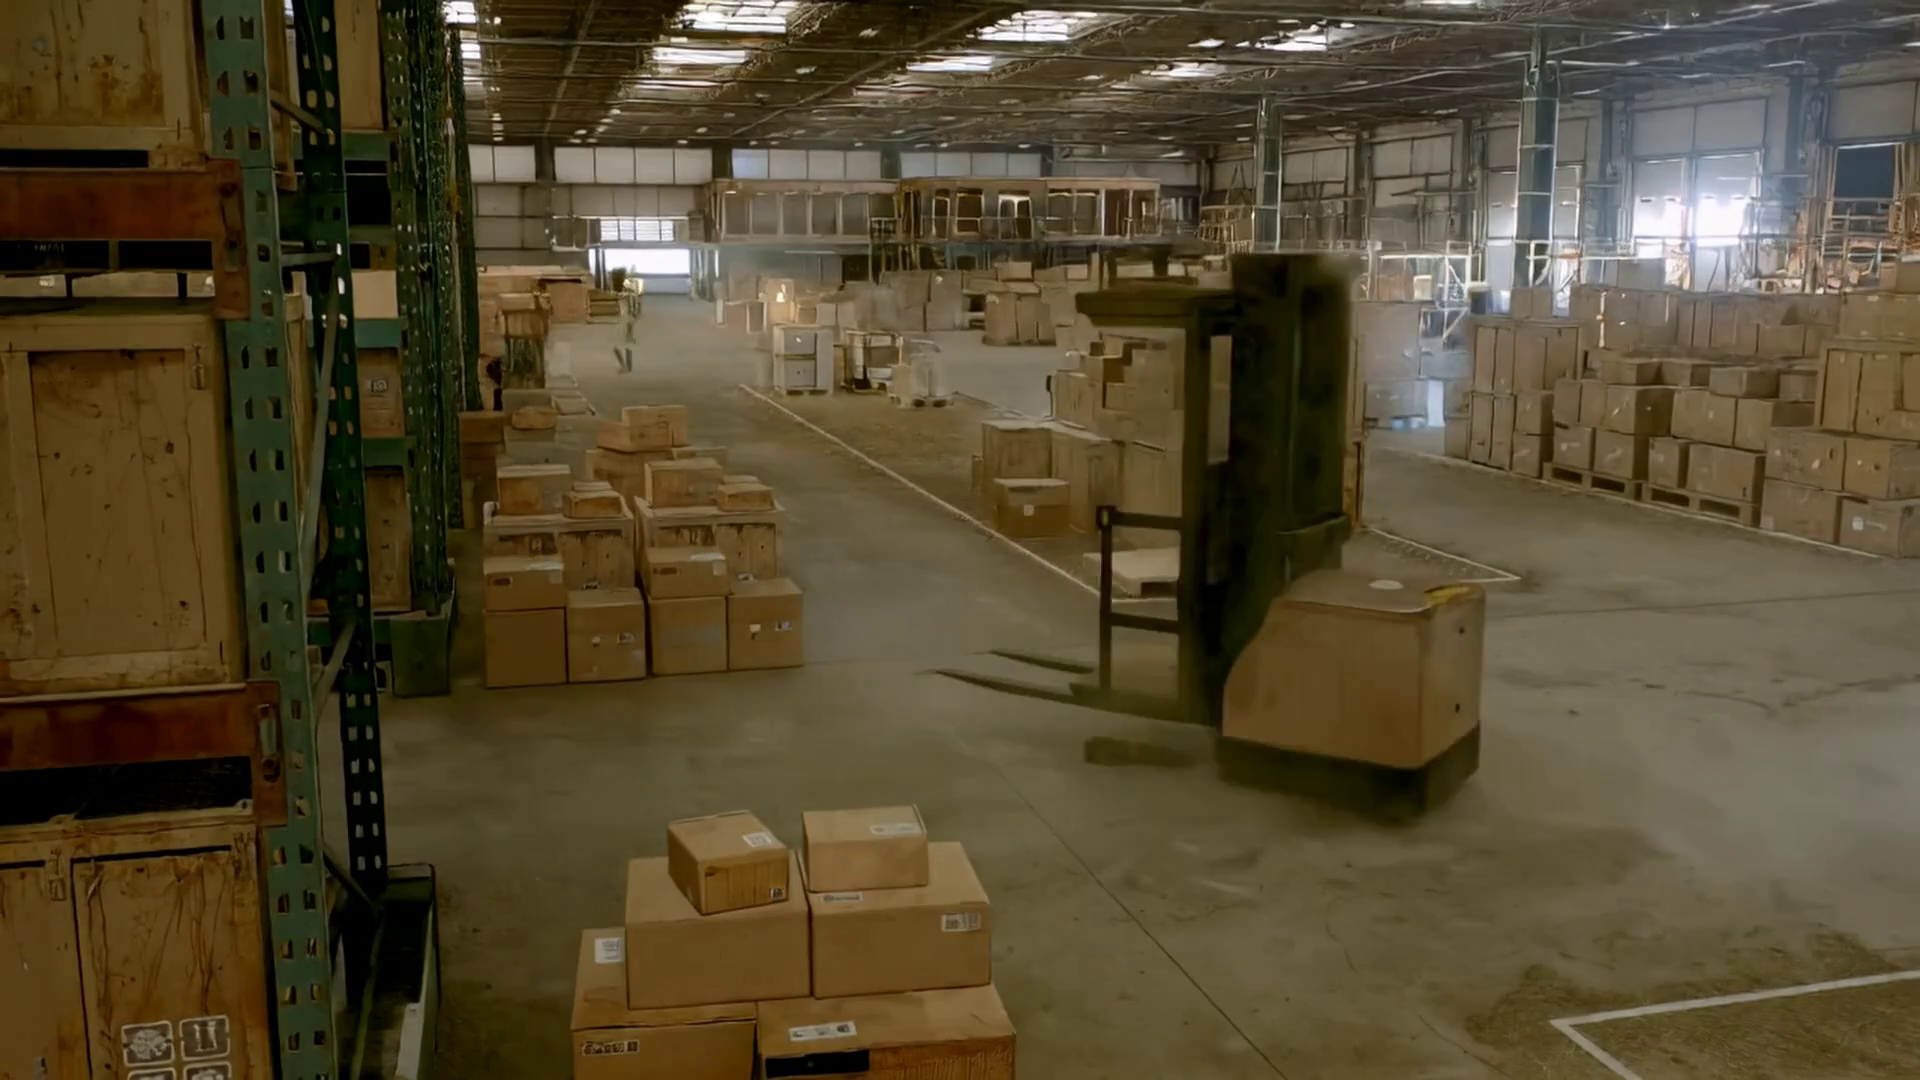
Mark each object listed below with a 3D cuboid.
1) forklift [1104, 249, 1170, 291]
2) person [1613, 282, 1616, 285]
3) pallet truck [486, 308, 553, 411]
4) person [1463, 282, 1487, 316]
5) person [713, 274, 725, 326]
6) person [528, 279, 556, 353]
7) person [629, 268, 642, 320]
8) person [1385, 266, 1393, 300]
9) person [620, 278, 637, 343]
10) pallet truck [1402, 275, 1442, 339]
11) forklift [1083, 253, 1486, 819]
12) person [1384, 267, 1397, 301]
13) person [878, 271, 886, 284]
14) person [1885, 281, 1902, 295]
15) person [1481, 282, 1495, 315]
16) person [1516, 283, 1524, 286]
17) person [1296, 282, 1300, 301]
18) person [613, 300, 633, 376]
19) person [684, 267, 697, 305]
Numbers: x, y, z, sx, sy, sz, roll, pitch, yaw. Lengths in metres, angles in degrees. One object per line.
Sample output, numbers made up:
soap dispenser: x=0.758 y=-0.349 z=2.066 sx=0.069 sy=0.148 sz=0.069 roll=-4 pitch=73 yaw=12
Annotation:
forklift: x=2.620 y=-2.962 z=24.944 sx=1.129 sy=2.768 sz=1.873 roll=-3 pitch=10 yaw=-15
person: x=19.409 y=-6.759 z=49.407 sx=0.543 sy=1.832 sz=0.487 roll=-3 pitch=10 yaw=-16
pallet truck: x=-6.242 y=-2.418 z=24.362 sx=0.823 sy=1.965 sz=1.885 roll=1 pitch=10 yaw=3
person: x=14.211 y=-6.165 z=45.911 sx=0.630 sy=1.889 sz=1.025 roll=-5 pitch=11 yaw=-27
person: x=-8.718 y=-8.672 z=60.187 sx=0.327 sy=1.862 sz=0.503 roll=7 pitch=12 yaw=33
person: x=-11.283 y=-6.091 z=45.039 sx=0.699 sy=2.000 sz=1.010 roll=3 pitch=10 yaw=16
person: x=-12.685 y=-9.583 z=64.809 sx=0.607 sy=2.044 sz=0.376 roll=-7 pitch=12 yaw=-36
person: x=20.840 y=-12.349 z=80.776 sx=0.438 sy=1.936 sz=0.635 roll=-5 pitch=11 yaw=-25
person: x=-9.831 y=-6.784 z=49.271 sx=0.376 sy=1.933 sz=0.544 roll=-9 pitch=13 yaw=-41
pallet truck: x=14.620 y=-7.324 z=52.145 sx=0.823 sy=1.965 sz=1.885 roll=8 pitch=13 yaw=40
forklift: x=1.768 y=-0.122 z=8.864 sx=1.873 sy=2.768 sz=1.129 roll=7 pitch=12 yaw=34
person: x=20.206 y=-11.852 z=78.085 sx=0.990 sy=1.881 sz=0.564 roll=9 pitch=14 yaw=42
person: x=-2.764 y=-8.656 z=59.695 sx=0.376 sy=1.995 sz=0.612 roll=7 pitch=12 yaw=35
person: x=26.672 y=-6.470 z=47.504 sx=0.549 sy=1.926 sz=0.382 roll=-3 pitch=10 yaw=-15
person: x=17.491 y=-7.725 z=55.332 sx=0.538 sy=1.679 sz=0.632 roll=4 pitch=11 yaw=22
person: x=15.190 y=-5.975 z=44.871 sx=0.684 sy=1.882 sz=0.756 roll=1 pitch=10 yaw=5
person: x=13.106 y=-9.467 z=64.750 sx=0.649 sy=1.834 sz=0.466 roll=-2 pitch=10 yaw=-9
person: x=-7.496 y=-4.482 z=36.961 sx=0.540 sy=1.680 sz=0.505 roll=9 pitch=13 yaw=40
person: x=-13.330 y=-12.550 z=82.225 sx=0.598 sy=1.822 sz=0.994 roll=-1 pitch=10 yaw=-8
